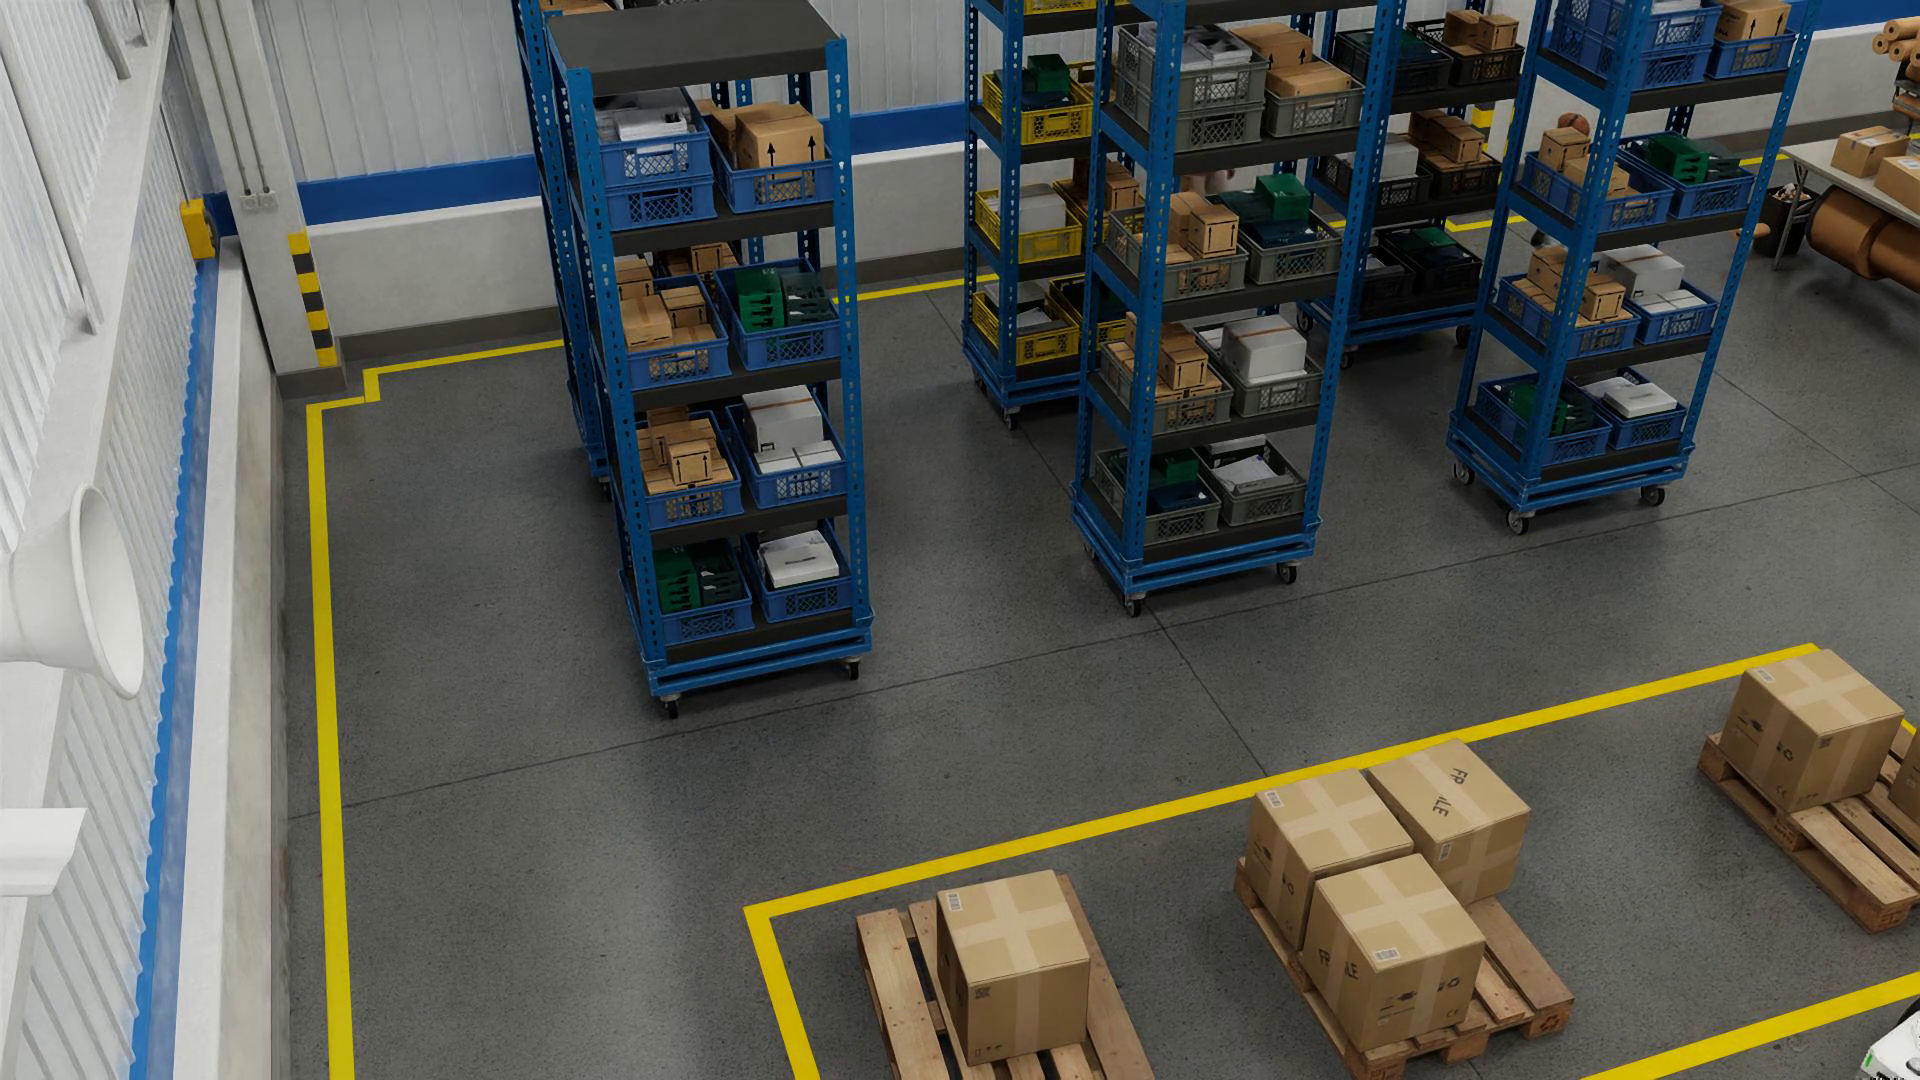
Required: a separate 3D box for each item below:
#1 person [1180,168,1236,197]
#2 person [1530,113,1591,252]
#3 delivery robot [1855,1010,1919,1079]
[{"bbox_3d":[1.895,-2.846,12.610,0.626,1.971,0.450,-26,43,-32],"label":"person"},{"bbox_3d":[4.340,-2.307,12.123,0.313,1.639,0.513,28,44,34],"label":"person"},{"bbox_3d":[4.002,2.087,6.749,0.707,0.478,0.477,-20,40,-26],"label":"delivery robot"}]
